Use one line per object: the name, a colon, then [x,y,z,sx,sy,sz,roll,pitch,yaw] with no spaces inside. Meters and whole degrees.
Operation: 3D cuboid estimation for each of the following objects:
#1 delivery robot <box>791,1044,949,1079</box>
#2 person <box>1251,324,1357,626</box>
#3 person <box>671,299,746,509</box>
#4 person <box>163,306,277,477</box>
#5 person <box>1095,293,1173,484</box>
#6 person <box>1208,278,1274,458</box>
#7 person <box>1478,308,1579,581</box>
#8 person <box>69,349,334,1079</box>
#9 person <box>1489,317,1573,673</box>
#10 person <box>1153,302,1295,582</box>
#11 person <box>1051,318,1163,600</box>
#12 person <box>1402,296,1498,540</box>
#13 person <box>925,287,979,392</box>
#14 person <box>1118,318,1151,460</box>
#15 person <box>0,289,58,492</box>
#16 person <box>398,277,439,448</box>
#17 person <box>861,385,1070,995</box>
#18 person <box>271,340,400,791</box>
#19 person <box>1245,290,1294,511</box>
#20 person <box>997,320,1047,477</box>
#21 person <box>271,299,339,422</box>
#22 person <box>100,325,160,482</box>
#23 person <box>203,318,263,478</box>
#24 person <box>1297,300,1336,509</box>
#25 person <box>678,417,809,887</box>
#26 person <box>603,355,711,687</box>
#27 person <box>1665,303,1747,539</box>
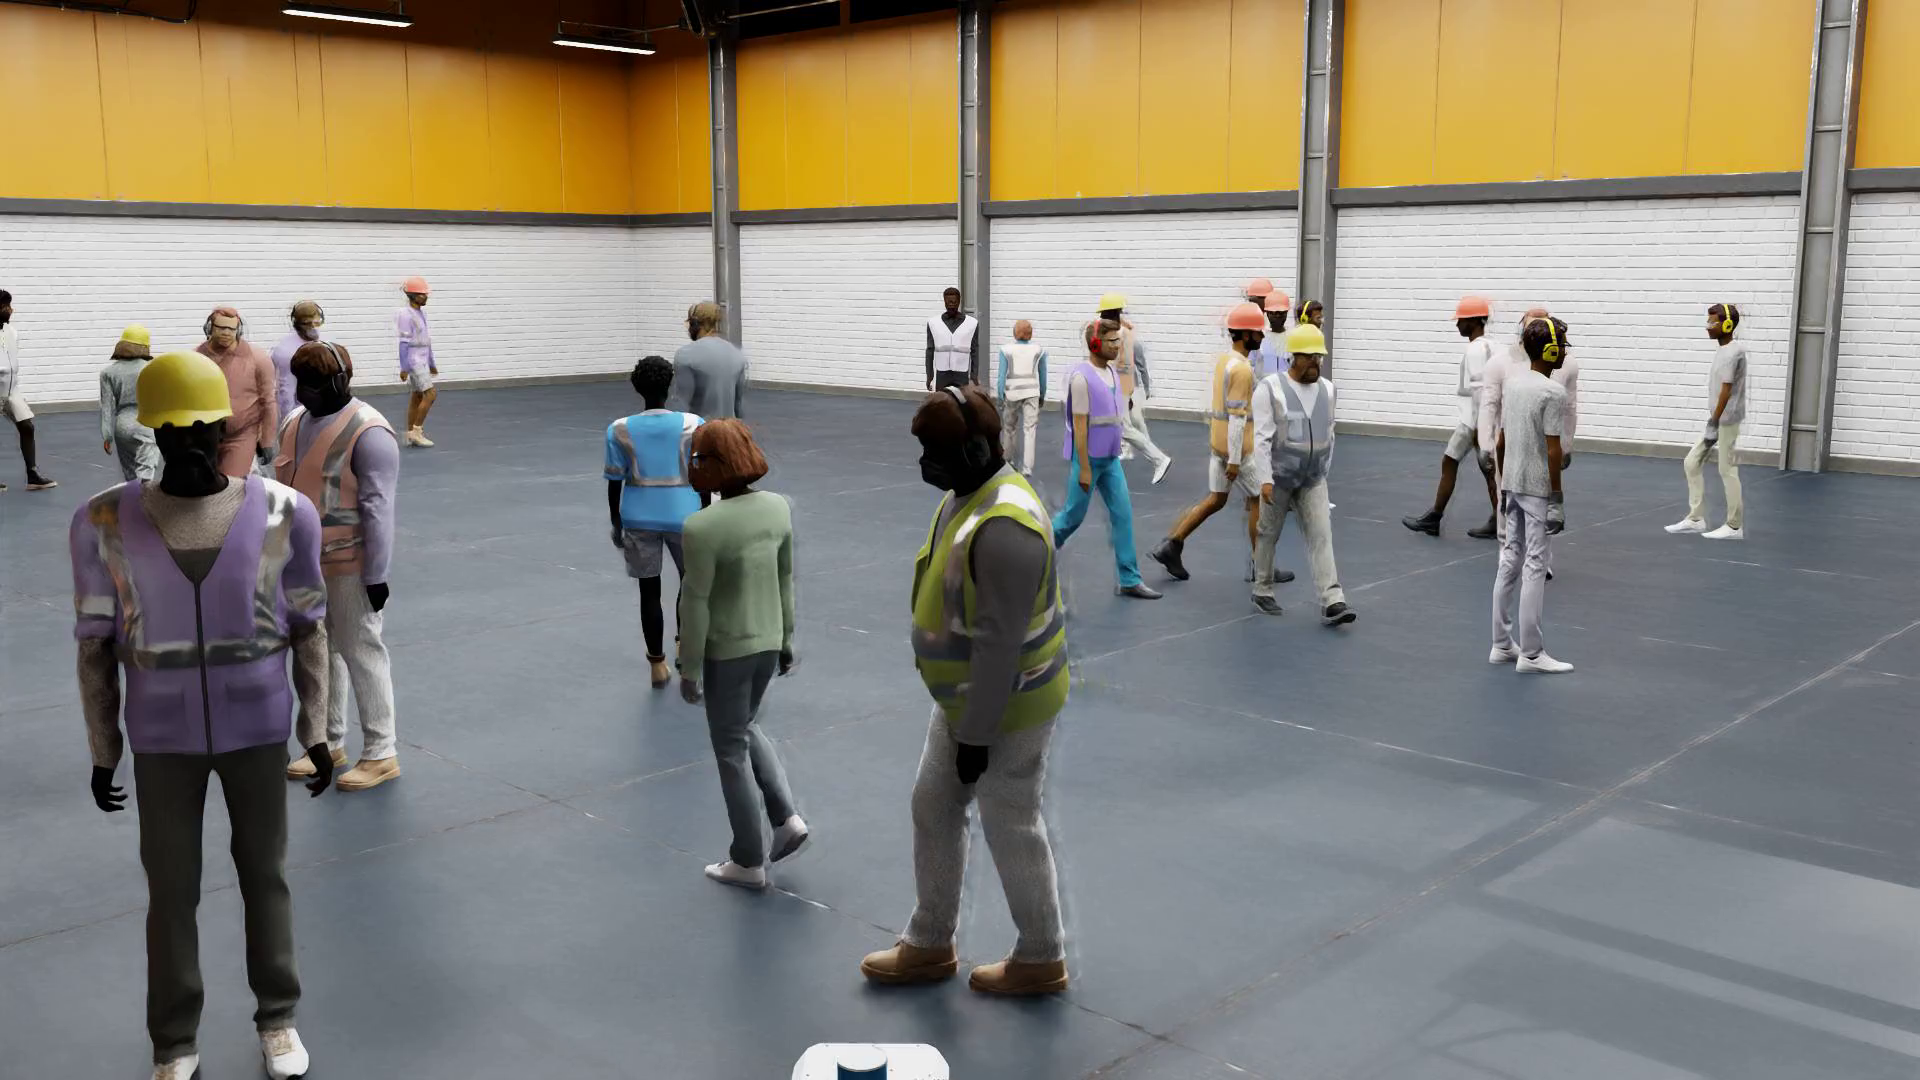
delivery robot: [-0.194,1.262,3.332,0.477,0.478,0.707,0,9,0]
person: [2.030,-0.381,9.917,0.605,1.782,0.932,-3,10,-17]
person: [-1.676,-0.697,11.477,0.740,1.914,0.644,6,11,32]
person: [-5.247,-0.733,11.891,0.762,1.861,0.792,-2,9,-9]
person: [1.637,-1.482,16.388,0.890,1.891,0.597,1,9,7]
person: [2.879,-1.586,16.573,0.577,2.031,0.608,6,11,33]
person: [3.915,-0.667,11.498,0.665,1.848,1.021,2,10,13]
person: [-1.913,0.477,4.243,0.593,1.924,0.387,-4,10,-22]
person: [3.029,-0.238,8.791,0.332,1.872,0.514,-3,10,-15]
person: [1.780,-0.645,11.188,0.913,1.907,0.545,-1,9,-7]
person: [0.842,-0.531,10.769,0.942,1.809,0.573,6,11,32]
person: [3.934,-0.960,13.102,0.903,1.898,0.578,5,11,30]
person: [-0.087,-1.842,18.481,0.597,1.916,0.371,0,9,1]
person: [1.836,-1.659,18.331,0.579,1.594,0.429,6,11,34]
person: [-9.027,-1.402,15.747,0.854,1.931,0.608,3,10,16]
person: [-6.375,-2.085,19.664,0.544,2.025,0.610,-1,9,-4]
person: [0.000,0.462,4.713,0.729,1.804,0.685,-2,9,-11]
person: [-2.569,0.101,6.829,0.631,1.838,0.428,6,11,33]
person: [2.747,-1.209,14.535,0.547,1.938,0.377,0,9,-1]
person: [0.633,-1.475,17.213,0.531,1.586,0.861,-1,9,-4]
person: [-4.974,-0.882,12.676,0.518,1.903,0.653,4,10,24]
person: [-6.488,-0.849,13.114,0.481,1.680,0.966,-2,10,-13]
person: [-5.366,-0.768,12.326,0.983,1.786,0.646,-1,9,-7]
person: [3.037,-1.216,14.858,0.738,1.847,0.528,7,12,37]
person: [-0.777,0.388,5.692,0.353,1.618,0.518,6,11,34]
person: [-1.522,-0.096,8.461,0.560,1.683,0.369,-1,9,-7]
person: [5.863,-0.918,13.027,0.704,1.843,0.576,3,10,15]
